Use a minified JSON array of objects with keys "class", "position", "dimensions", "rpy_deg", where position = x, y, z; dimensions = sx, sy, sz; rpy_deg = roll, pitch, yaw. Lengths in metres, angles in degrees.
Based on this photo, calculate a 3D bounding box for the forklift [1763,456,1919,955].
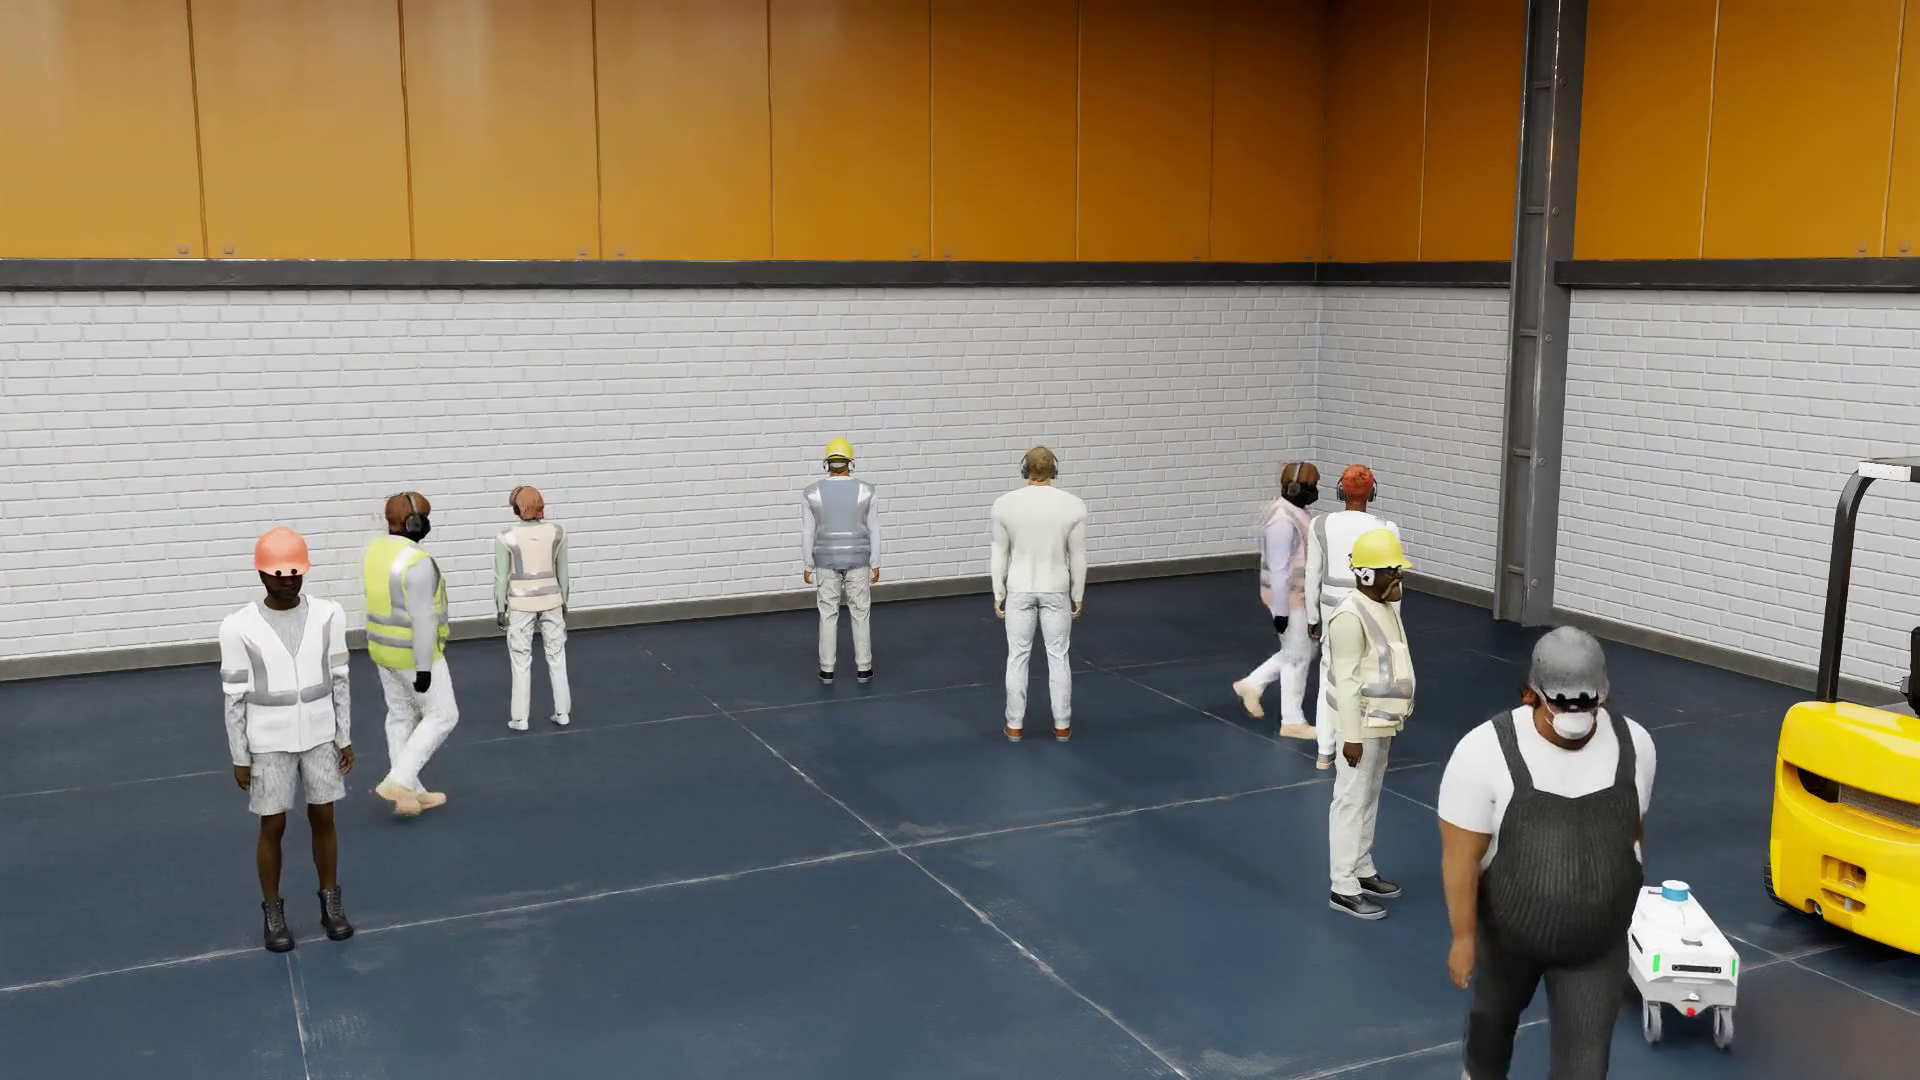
[{"class":"forklift","position":[4.857,0.731,7.561],"dimensions":[2.313,2.155,1.214],"rpy_deg":[-4,10,-25]}]

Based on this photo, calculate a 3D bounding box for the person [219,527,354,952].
[{"class":"person","position":[-2.978,0.891,7.426],"dimensions":[0.540,1.927,0.418],"rpy_deg":[-7,11,-37]}]

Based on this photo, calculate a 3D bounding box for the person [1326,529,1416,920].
[{"class":"person","position":[1.952,0.854,7.908],"dimensions":[0.403,1.835,0.588],"rpy_deg":[5,11,30]}]

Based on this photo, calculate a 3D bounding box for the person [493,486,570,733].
[{"class":"person","position":[-2.828,0.455,11.017],"dimensions":[0.517,1.634,0.311],"rpy_deg":[-6,11,-31]}]

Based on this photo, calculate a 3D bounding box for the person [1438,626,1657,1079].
[{"class":"person","position":[1.901,1.145,5.464],"dimensions":[0.689,2.000,1.101],"rpy_deg":[1,9,5]}]

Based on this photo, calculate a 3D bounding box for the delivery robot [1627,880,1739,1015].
[{"class":"delivery robot","position":[2.895,1.630,6.762],"dimensions":[0.477,0.478,0.707],"rpy_deg":[1,9,8]}]

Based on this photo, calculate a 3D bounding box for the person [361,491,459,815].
[{"class":"person","position":[-3.063,0.641,9.247],"dimensions":[0.626,1.831,0.448],"rpy_deg":[8,12,40]}]

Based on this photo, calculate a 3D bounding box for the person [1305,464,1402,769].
[{"class":"person","position":[2.381,0.479,10.079],"dimensions":[0.584,1.883,0.345],"rpy_deg":[5,11,30]}]

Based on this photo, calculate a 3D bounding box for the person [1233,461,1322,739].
[{"class":"person","position":[2.117,0.386,10.838],"dimensions":[0.541,1.824,0.632],"rpy_deg":[3,10,18]}]

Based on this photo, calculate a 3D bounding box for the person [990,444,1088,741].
[{"class":"person","position":[0.506,0.348,10.772],"dimensions":[0.627,1.930,0.369],"rpy_deg":[0,9,3]}]

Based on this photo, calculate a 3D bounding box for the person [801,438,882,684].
[{"class":"person","position":[-0.873,0.157,12.274],"dimensions":[0.589,1.822,0.403],"rpy_deg":[-1,9,-4]}]
